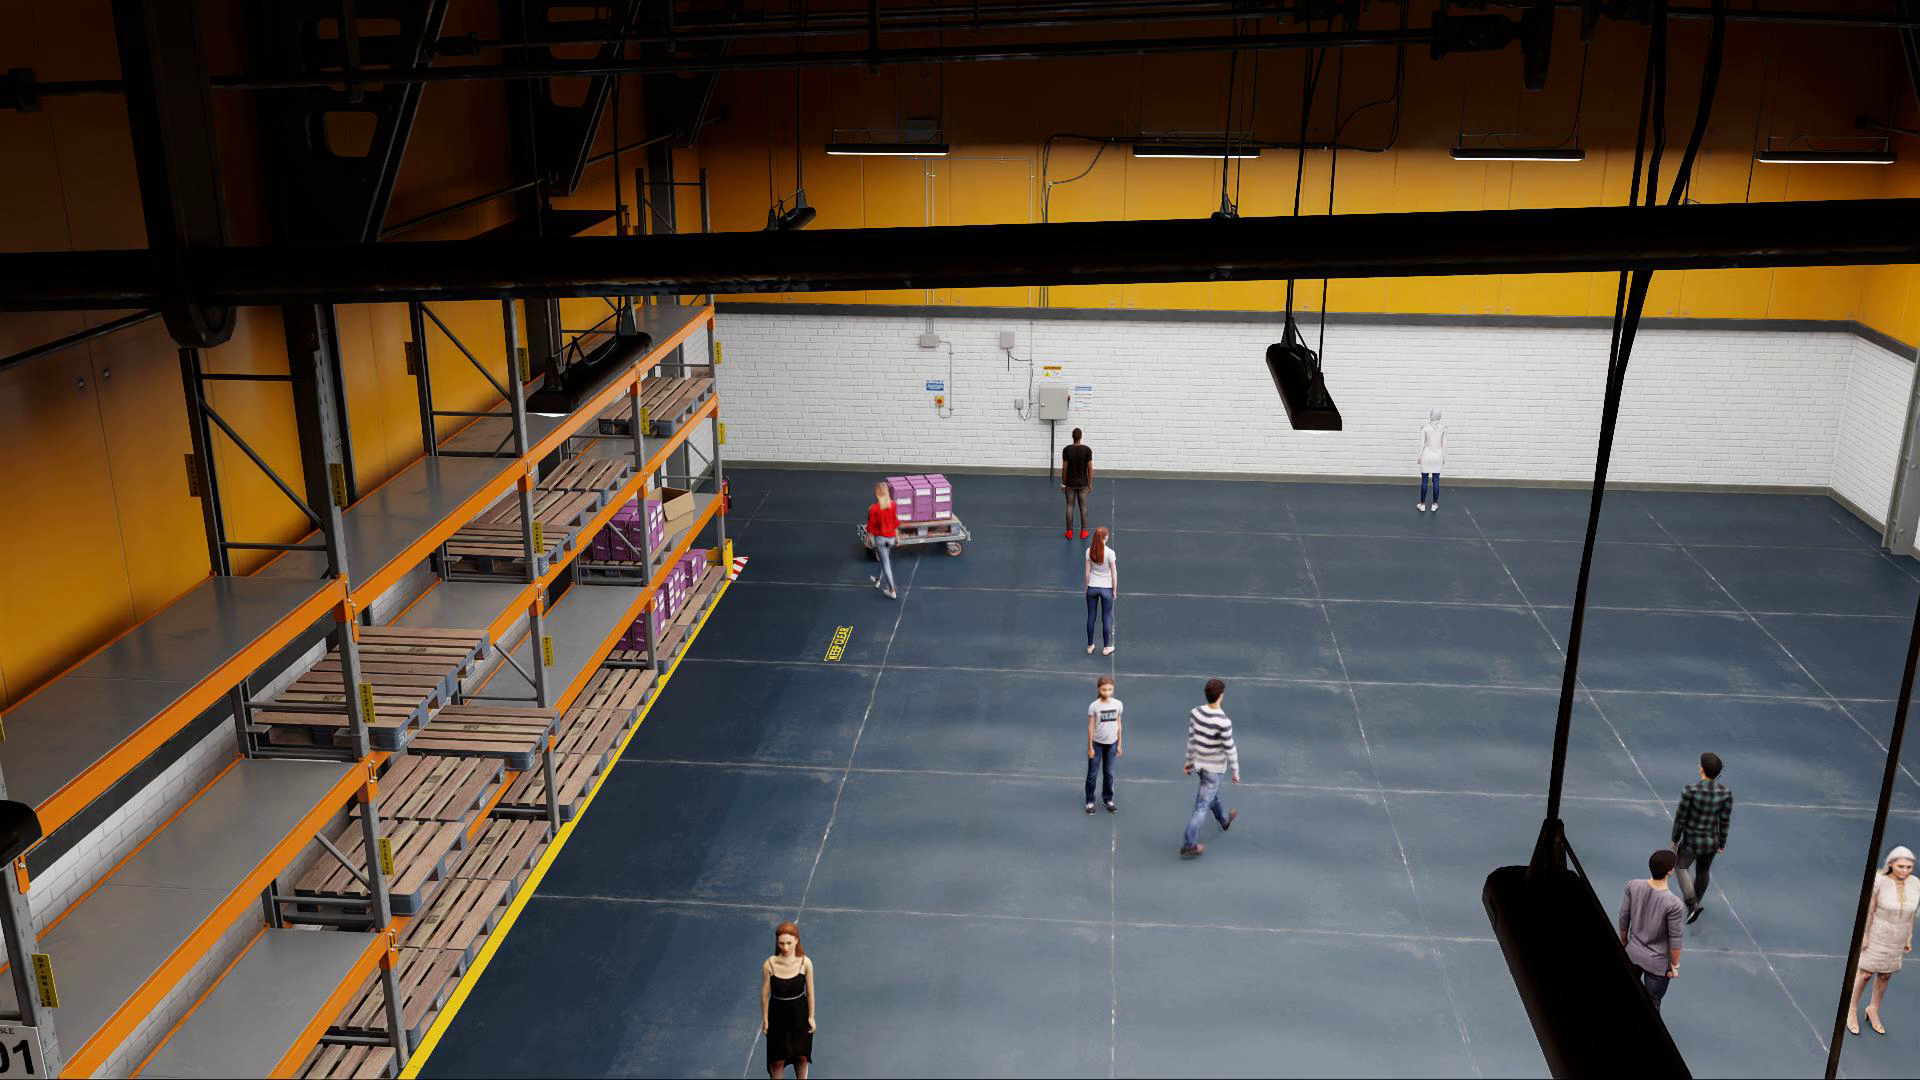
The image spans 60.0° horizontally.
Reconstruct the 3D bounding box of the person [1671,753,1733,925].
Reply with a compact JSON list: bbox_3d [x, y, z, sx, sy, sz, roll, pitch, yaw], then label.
[{"bbox_3d":[7.016,2.840,15.691,0.690,1.700,0.842,1,19,3],"label":"person"}]

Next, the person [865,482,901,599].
[{"bbox_3d":[-1.045,0.033,23.873,0.986,1.678,1.065,-13,23,-35],"label":"person"}]

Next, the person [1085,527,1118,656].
[{"bbox_3d":[1.838,0.664,21.907,0.621,1.737,0.599,6,20,18],"label":"person"}]

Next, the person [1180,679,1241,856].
[{"bbox_3d":[2.452,2.350,16.828,1.256,1.785,1.199,-14,23,-36],"label":"person"}]

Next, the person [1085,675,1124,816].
[{"bbox_3d":[1.531,2.161,17.739,0.595,1.562,0.598,-4,19,-12],"label":"person"}]

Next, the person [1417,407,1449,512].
[{"bbox_3d":[7.905,-1.360,27.858,0.605,1.776,0.513,2,19,6],"label":"person"}]

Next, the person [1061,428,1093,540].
[{"bbox_3d":[1.854,-0.908,26.469,0.632,1.805,0.513,1,19,4],"label":"person"}]

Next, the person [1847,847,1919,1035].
[{"bbox_3d":[7.748,3.349,13.939,0.612,1.735,0.567,0,19,0],"label":"person"}]

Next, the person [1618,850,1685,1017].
[{"bbox_3d":[5.644,3.385,13.650,0.791,1.851,0.715,-14,23,-35],"label":"person"}]

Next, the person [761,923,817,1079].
[{"bbox_3d":[-1.337,3.723,13.000,0.622,1.625,0.632,-3,19,-8],"label":"person"}]
